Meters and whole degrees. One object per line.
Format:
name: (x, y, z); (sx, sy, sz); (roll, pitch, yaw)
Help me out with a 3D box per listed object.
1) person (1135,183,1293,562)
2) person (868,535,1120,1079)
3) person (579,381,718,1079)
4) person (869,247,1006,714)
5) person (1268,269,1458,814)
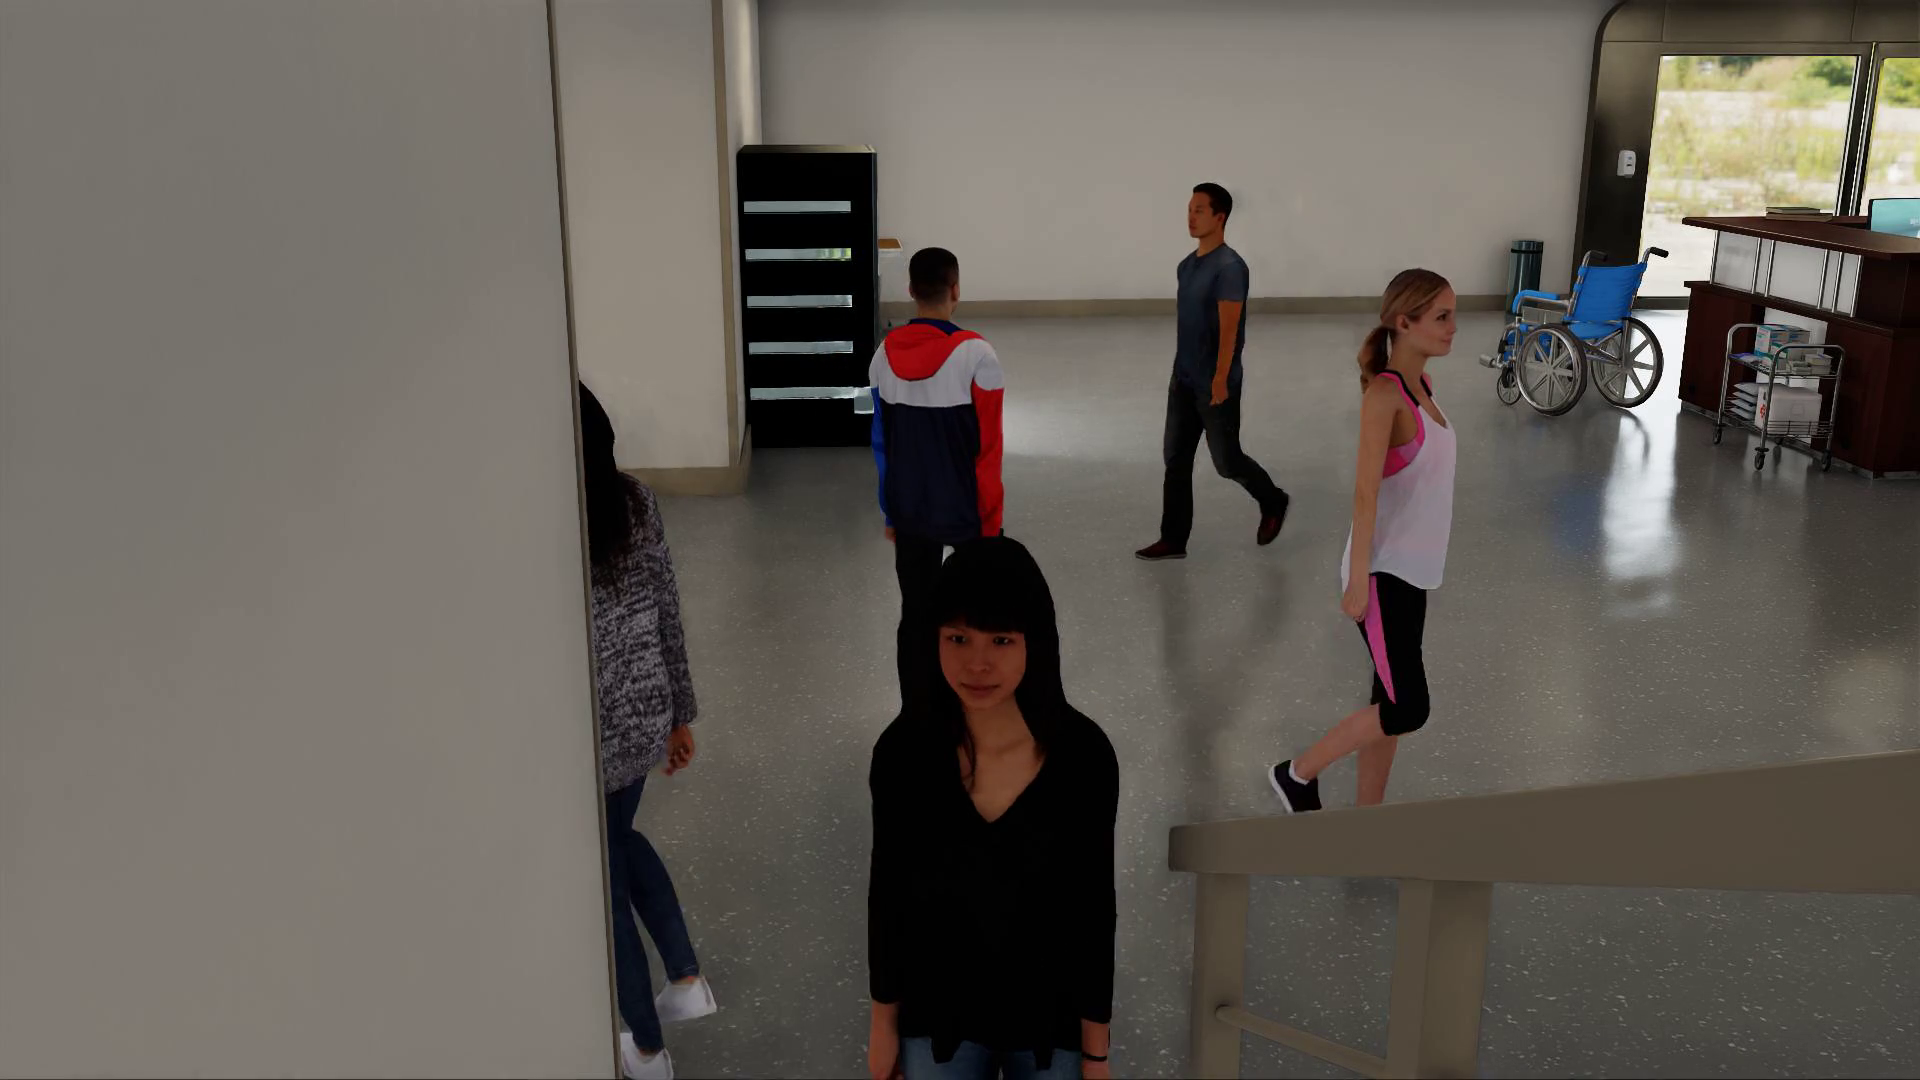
person: (1.257, -0.768, 7.920); (0.996, 1.789, 1.113); (-8, 18, -27)
person: (0.077, 0.768, 2.738); (0.586, 1.644, 0.562); (1, 16, 3)
person: (-0.742, 0.470, 3.673); (0.838, 1.710, 0.776); (14, 21, 40)
person: (-0.099, -0.075, 5.537); (0.760, 1.747, 0.775); (7, 17, 22)
person: (1.160, 0.107, 4.835); (0.862, 1.778, 0.814); (9, 18, 29)
